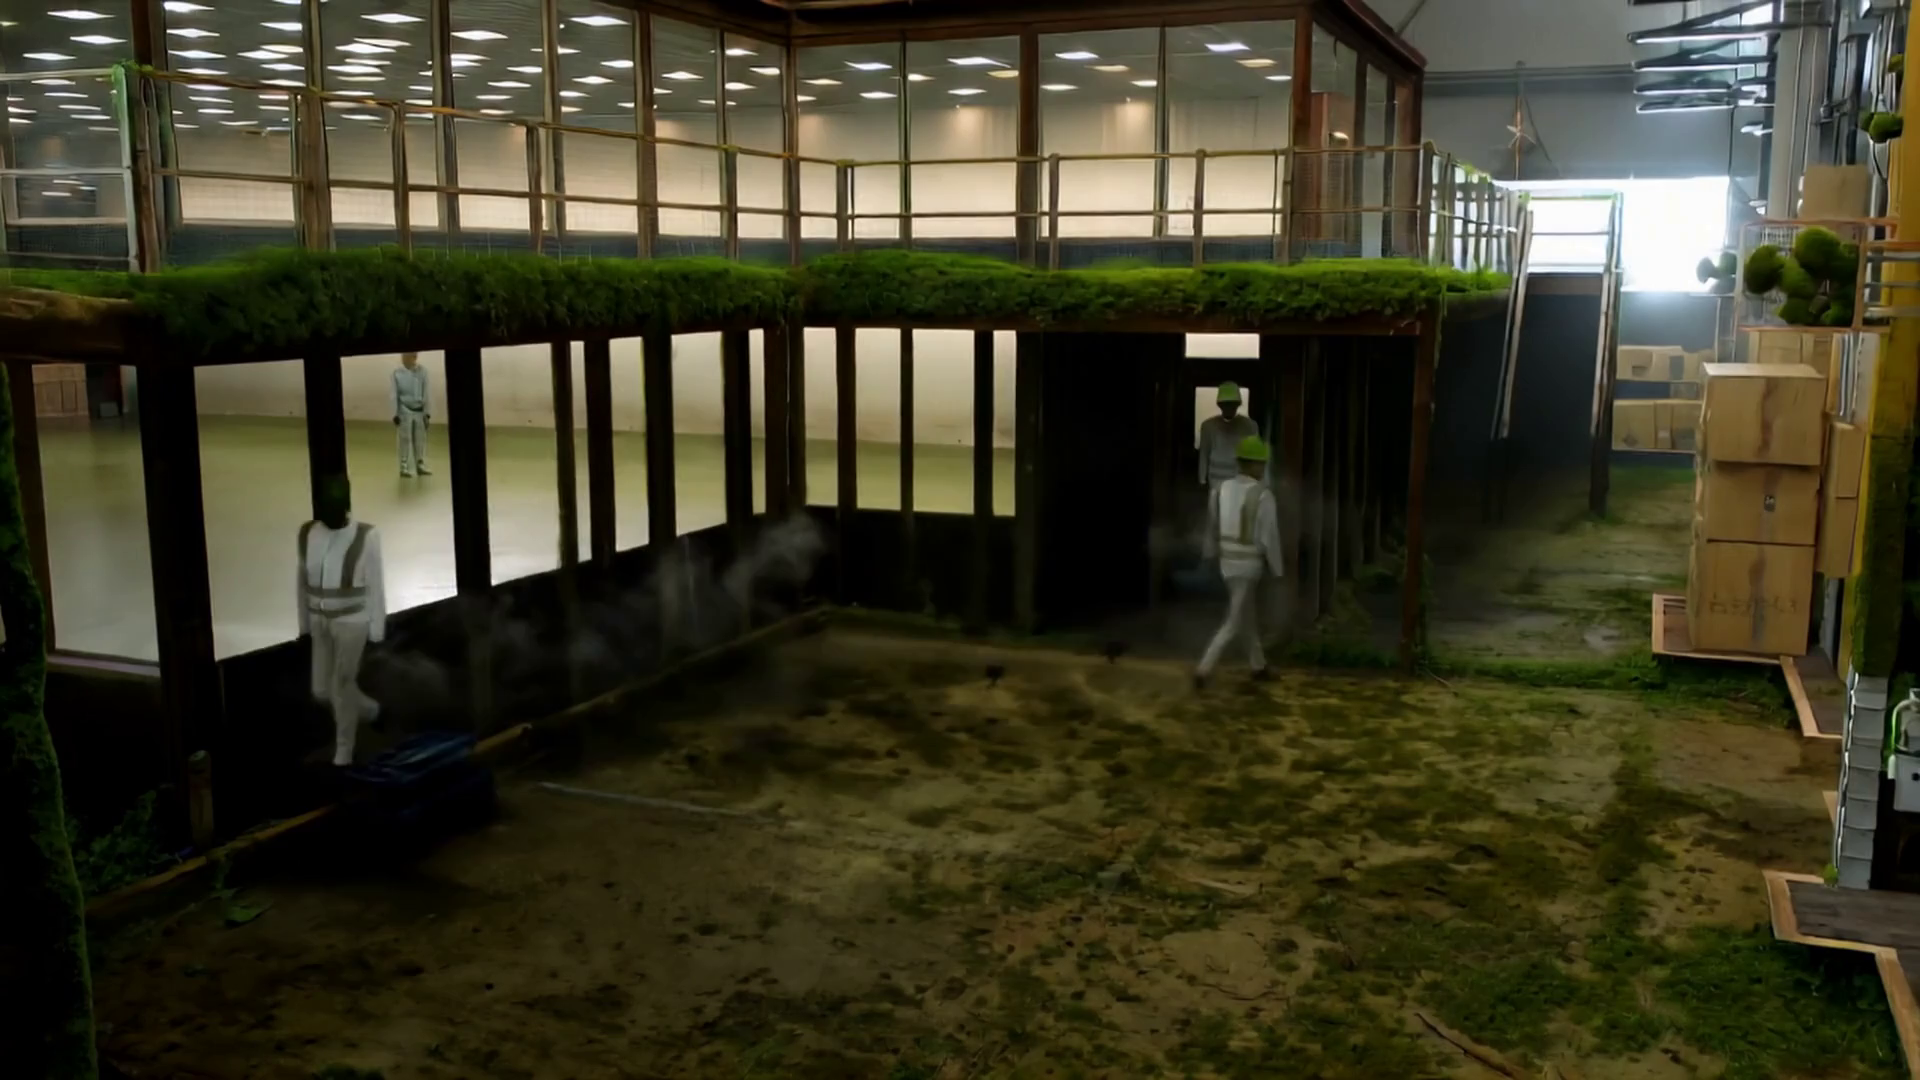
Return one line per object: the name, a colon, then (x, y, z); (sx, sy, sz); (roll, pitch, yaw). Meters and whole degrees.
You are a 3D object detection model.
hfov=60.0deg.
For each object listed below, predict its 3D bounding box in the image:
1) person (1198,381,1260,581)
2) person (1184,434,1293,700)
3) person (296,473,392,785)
person: (2.627, -0.563, 16.310); (0.620, 1.986, 0.408); (5, 11, 29)
person: (2.011, 0.193, 11.885); (0.971, 1.910, 0.627); (-4, 10, -26)
person: (-3.702, 0.506, 10.062); (0.591, 1.863, 0.651); (3, 10, 20)
